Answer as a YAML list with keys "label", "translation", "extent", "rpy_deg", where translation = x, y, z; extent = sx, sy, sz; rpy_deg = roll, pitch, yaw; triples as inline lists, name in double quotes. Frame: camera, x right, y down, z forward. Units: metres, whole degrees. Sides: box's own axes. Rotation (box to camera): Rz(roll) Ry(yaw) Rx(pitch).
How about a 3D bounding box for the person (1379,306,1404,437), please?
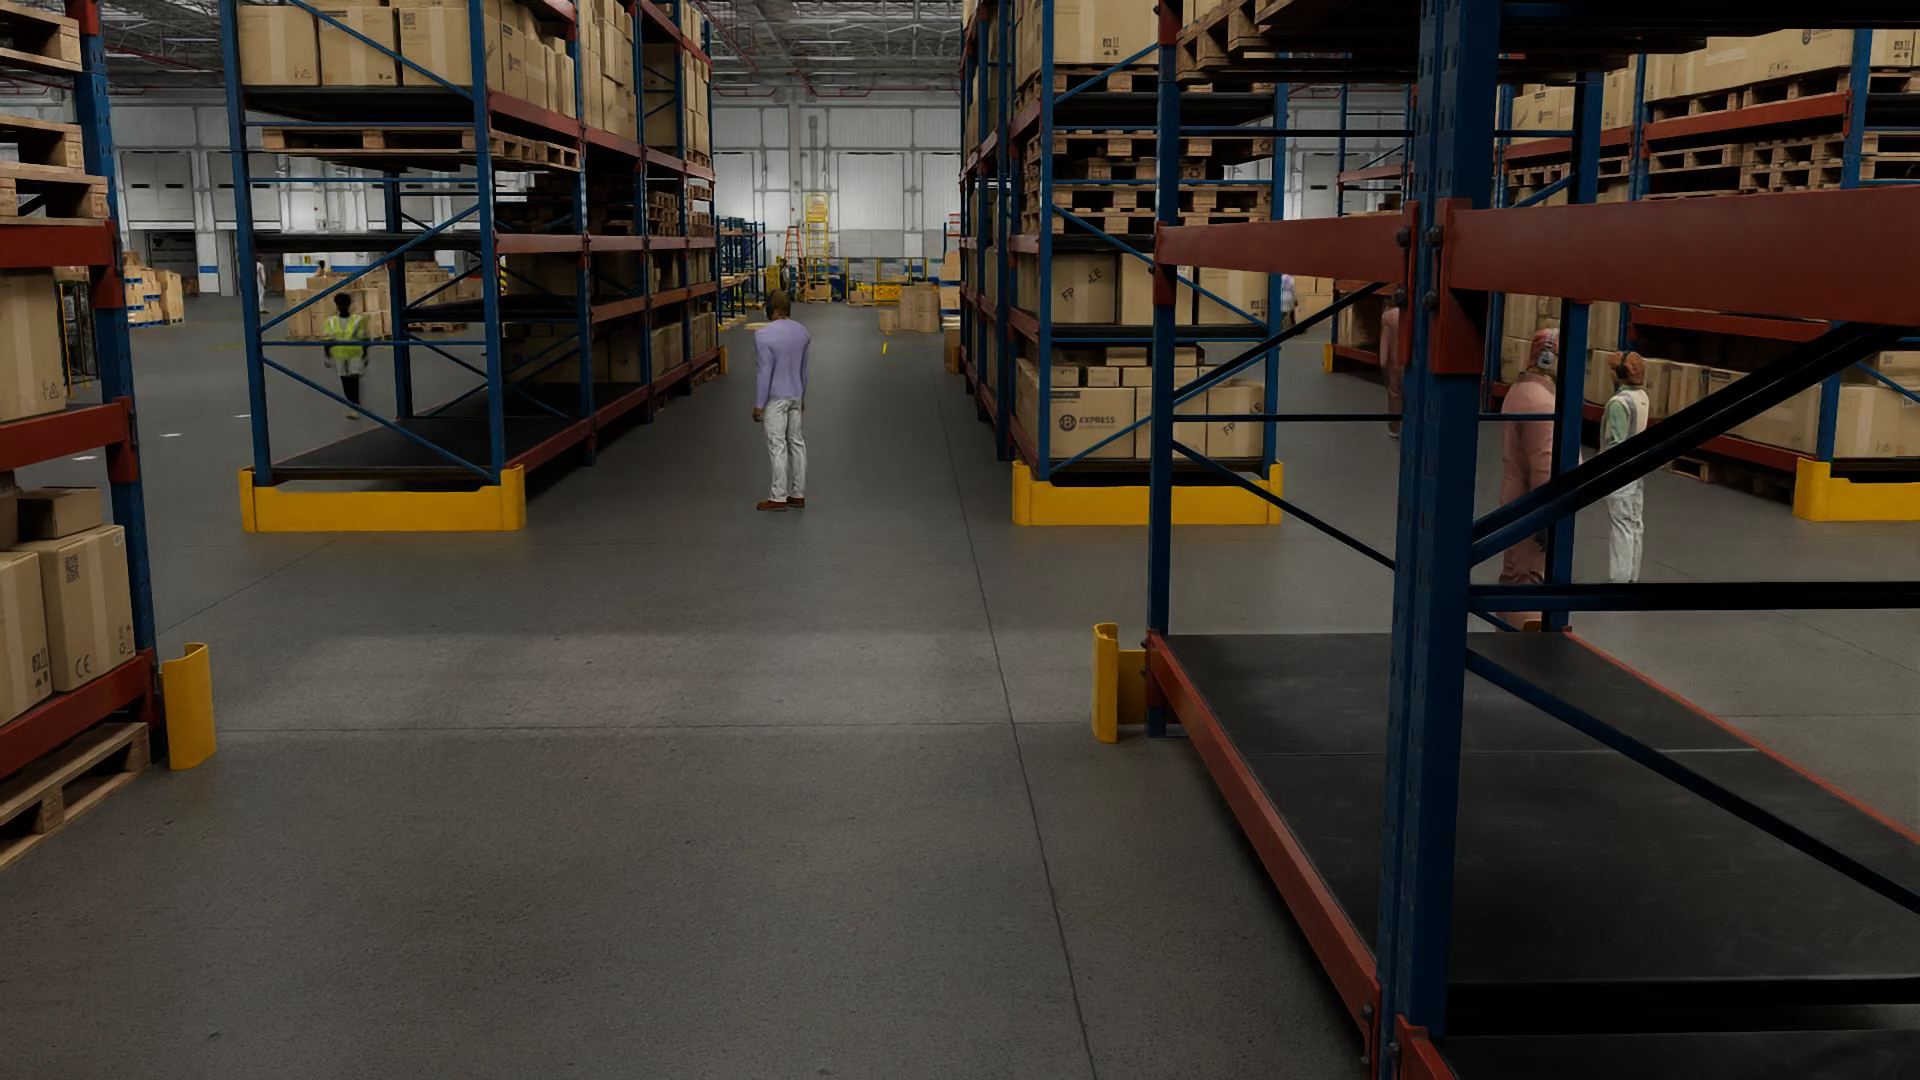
- label: "person"
  translation: [5.274, -2.089, 19.601]
  extent: [0.657, 1.865, 0.980]
  rpy_deg: [2, 10, 9]

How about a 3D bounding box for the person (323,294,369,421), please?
- label: "person"
  translation: [-8.078, -2.393, 21.829]
  extent: [0.545, 1.652, 0.828]
  rpy_deg: [-1, 10, -7]

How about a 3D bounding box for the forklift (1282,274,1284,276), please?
- label: "forklift"
  translation: [12.240, -10.302, 62.509]
  extent: [1.129, 2.768, 1.873]
  rpy_deg: [0, 10, -2]

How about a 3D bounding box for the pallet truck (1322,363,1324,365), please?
- label: "pallet truck"
  translation: [7.712, -4.157, 30.737]
  extent: [1.885, 1.965, 0.823]
  rpy_deg: [3, 11, 16]

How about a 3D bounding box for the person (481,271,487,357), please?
- label: "person"
  translation: [-9.547, -4.692, 33.804]
  extent: [0.365, 1.965, 0.608]
  rpy_deg: [-8, 13, -37]

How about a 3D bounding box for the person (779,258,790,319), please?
- label: "person"
  translation: [-5.314, -7.600, 50.341]
  extent: [0.344, 1.847, 0.504]
  rpy_deg: [-4, 11, -22]

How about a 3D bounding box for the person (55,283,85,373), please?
- label: "person"
  translation: [-15.712, -3.717, 29.233]
  extent: [0.858, 1.642, 0.549]
  rpy_deg: [8, 13, 38]

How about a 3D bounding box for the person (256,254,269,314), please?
- label: "person"
  translation: [-22.861, -8.328, 54.141]
  extent: [0.628, 1.939, 0.375]
  rpy_deg: [4, 11, 23]

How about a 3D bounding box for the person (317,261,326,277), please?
- label: "person"
  translation: [-23.298, -9.386, 60.832]
  extent: [0.746, 1.648, 0.547]
  rpy_deg: [0, 10, 2]

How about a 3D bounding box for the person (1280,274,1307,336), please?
- label: "person"
  translation: [8.222, -6.010, 41.392]
  extent: [0.969, 1.882, 0.560]
  rpy_deg: [-1, 10, -7]

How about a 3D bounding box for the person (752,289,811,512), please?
- label: "person"
  translation: [-1.566, -1.211, 14.491]
  extent: [0.373, 1.940, 0.628]
  rpy_deg: [7, 12, 35]

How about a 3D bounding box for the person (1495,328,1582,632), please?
- label: "person"
  translation: [3.018, -0.147, 8.671]
  extent: [0.407, 1.902, 0.639]
  rpy_deg: [1, 10, 7]

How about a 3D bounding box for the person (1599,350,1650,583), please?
- label: "person"
  translation: [4.353, -0.423, 10.931]
  extent: [0.315, 1.641, 0.515]
  rpy_deg: [8, 13, 39]
